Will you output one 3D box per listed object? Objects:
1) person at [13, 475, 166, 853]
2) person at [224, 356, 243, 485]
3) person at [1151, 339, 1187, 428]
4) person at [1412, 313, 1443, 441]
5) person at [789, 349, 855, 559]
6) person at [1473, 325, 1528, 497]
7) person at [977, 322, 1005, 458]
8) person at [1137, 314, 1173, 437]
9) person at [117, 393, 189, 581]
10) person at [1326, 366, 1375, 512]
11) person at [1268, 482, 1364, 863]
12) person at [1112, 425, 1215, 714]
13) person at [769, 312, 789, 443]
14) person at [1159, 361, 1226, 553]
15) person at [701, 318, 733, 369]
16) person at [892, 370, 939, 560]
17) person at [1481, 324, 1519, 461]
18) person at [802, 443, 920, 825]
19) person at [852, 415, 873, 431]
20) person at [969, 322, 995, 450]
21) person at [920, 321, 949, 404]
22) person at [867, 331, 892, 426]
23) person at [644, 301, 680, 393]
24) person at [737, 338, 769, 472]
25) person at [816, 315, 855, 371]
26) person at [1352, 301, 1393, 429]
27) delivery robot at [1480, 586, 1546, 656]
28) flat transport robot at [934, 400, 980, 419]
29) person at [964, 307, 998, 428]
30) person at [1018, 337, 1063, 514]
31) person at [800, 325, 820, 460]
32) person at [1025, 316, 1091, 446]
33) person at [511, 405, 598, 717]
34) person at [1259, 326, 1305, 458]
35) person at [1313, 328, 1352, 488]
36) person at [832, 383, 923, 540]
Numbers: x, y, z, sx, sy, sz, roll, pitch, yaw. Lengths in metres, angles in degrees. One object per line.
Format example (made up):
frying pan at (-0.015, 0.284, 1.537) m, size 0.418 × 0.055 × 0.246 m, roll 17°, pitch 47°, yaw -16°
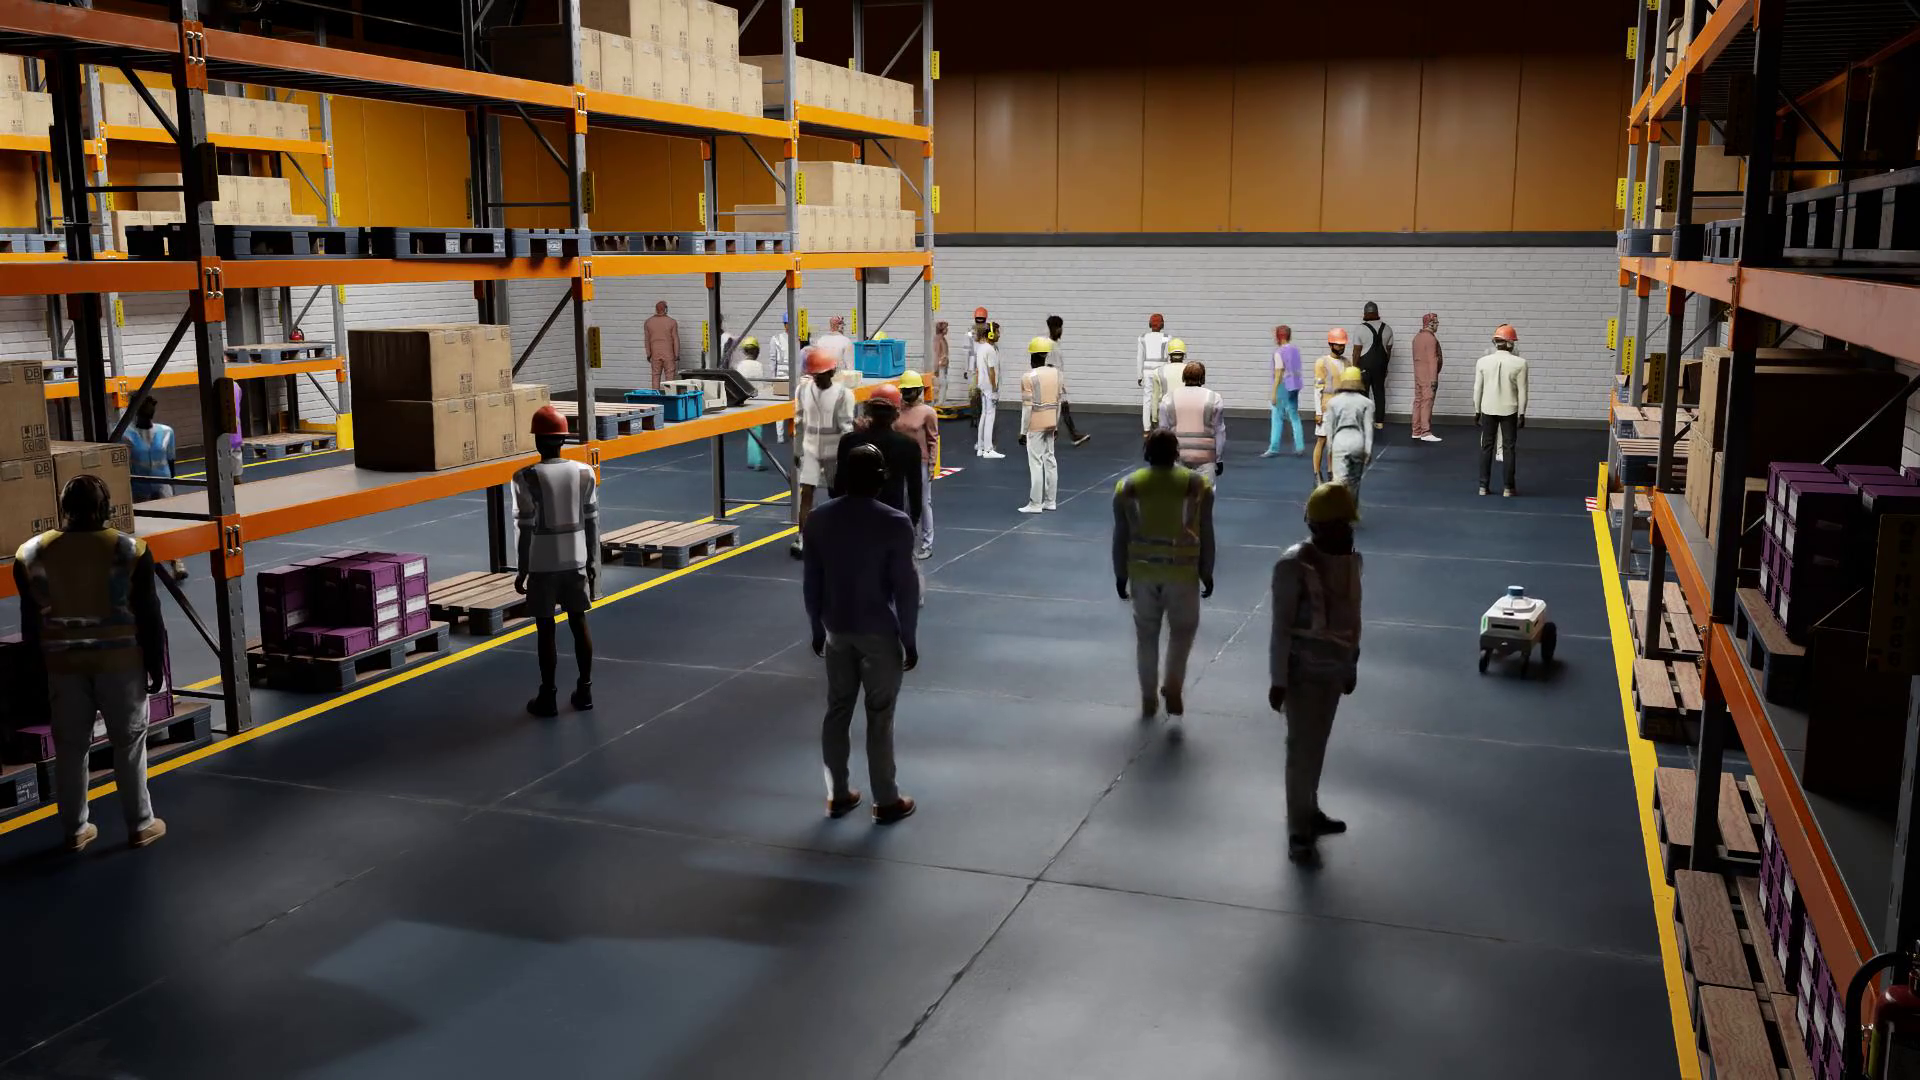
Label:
person at (-4.168, 0.599, 8.040) m, size 0.629 × 1.836 × 0.429 m, roll -2°, pitch 10°, yaw -13°
person at (-7.297, -0.943, 16.427) m, size 0.374 × 1.934 × 0.548 m, roll 1°, pitch 10°, yaw 4°
person at (2.553, -1.466, 19.708) m, size 0.591 × 1.823 × 0.404 m, roll 0°, pitch 10°, yaw 0°
person at (7.006, -2.433, 24.899) m, size 0.409 × 1.908 × 0.641 m, roll -2°, pitch 10°, yaw -9°
person at (-1.314, -0.802, 15.558) m, size 0.675 × 1.954 × 1.052 m, roll 3°, pitch 10°, yaw 14°
person at (6.311, -1.504, 19.426) m, size 0.612 × 1.991 × 0.392 m, roll 6°, pitch 12°, yaw 31°
person at (0.415, -2.067, 22.941) m, size 0.313 × 1.869 × 0.539 m, roll -3°, pitch 11°, yaw -18°
person at (2.982, -2.496, 25.332) m, size 0.572 × 1.880 × 0.355 m, roll 4°, pitch 11°, yaw 22°
person at (-7.032, -0.449, 14.418) m, size 0.549 × 1.653 × 0.847 m, roll -8°, pitch 13°, yaw -39°
person at (3.999, -0.935, 17.078) m, size 0.487 × 1.689 × 0.859 m, roll 2°, pitch 10°, yaw 13°
person at (1.731, 0.616, 8.030) m, size 0.635 × 1.816 × 0.464 m, roll -9°, pitch 13°, yaw -41°
person at (1.244, 0.207, 10.264) m, size 0.642 × 1.822 × 0.535 m, roll 2°, pitch 10°, yaw 13°
person at (-2.519, -2.406, 24.622) m, size 0.605 × 1.951 × 0.381 m, roll -4°, pitch 11°, yaw -21°
person at (2.199, -0.769, 15.710) m, size 0.621 × 1.845 × 0.429 m, roll 3°, pitch 11°, yaw 18°
person at (-3.809, -2.588, 25.878) m, size 0.646 × 1.871 × 0.536 m, roll 6°, pitch 11°, yaw 29°
person at (-0.449, -0.698, 15.524) m, size 0.531 × 1.768 × 0.311 m, roll 6°, pitch 12°, yaw 31°
person at (7.282, -1.968, 22.413) m, size 0.518 × 1.860 × 0.323 m, roll -1°, pitch 10°, yaw -7°
person at (-0.493, 0.474, 8.441) m, size 0.635 × 1.936 × 0.355 m, roll 5°, pitch 11°, yaw 25°
person at (-0.699, -0.198, 13.160) m, size 0.852 × 1.586 × 0.531 m, roll -5°, pitch 11°, yaw -26°
person at (0.313, -2.184, 23.722) m, size 0.440 × 1.824 × 0.506 m, roll 1°, pitch 10°, yaw 3°
person at (-0.389, -2.954, 28.620) m, size 0.509 × 1.622 × 0.523 m, roll 1°, pitch 10°, yaw 7°
person at (-1.062, -1.934, 22.482) m, size 0.524 × 1.769 × 0.325 m, roll -1°, pitch 10°, yaw -4°
person at (-5.418, -3.405, 30.373) m, size 0.652 × 1.906 × 0.409 m, roll 1°, pitch 10°, yaw 8°
person at (-2.697, -1.760, 21.638) m, size 0.378 × 1.726 × 0.538 m, roll -10°, pitch 14°, yaw -43°
person at (-1.769, -2.304, 24.175) m, size 0.651 × 1.907 × 0.409 m, roll 7°, pitch 12°, yaw 33°
person at (6.499, -2.780, 26.475) m, size 0.683 × 2.000 × 0.536 m, roll -3°, pitch 10°, yaw -16°
delivery robot at (3.851, 0.564, 11.560) m, size 0.477 × 0.478 × 0.707 m, roll 5°, pitch 11°, yaw 27°
flat transport robot at (-0.066, -2.235, 28.391) m, size 0.652 × 0.197 × 1.431 m, roll 7°, pitch 12°, yaw 35°
person at (0.329, -2.767, 26.695) m, size 0.552 × 1.934 × 0.373 m, roll -1°, pitch 10°, yaw -4°
person at (0.866, -1.247, 18.164) m, size 0.587 × 1.927 × 0.363 m, roll -10°, pitch 14°, yaw -44°
person at (-2.041, -1.921, 22.042) m, size 0.676 × 1.887 × 0.618 m, roll 3°, pitch 10°, yaw 14°
person at (1.376, -2.291, 24.135) m, size 1.029 × 1.896 × 0.593 m, roll 6°, pitch 12°, yaw 29°
person at (-2.526, 0.132, 10.369) m, size 0.548 × 1.938 × 0.358 m, roll -7°, pitch 12°, yaw -36°
person at (4.497, -2.039, 22.994) m, size 0.837 × 1.818 × 0.420 m, roll -10°, pitch 14°, yaw -43°
person at (4.502, -1.581, 20.012) m, size 0.547 × 1.938 × 0.379 m, roll -6°, pitch 12°, yaw -31°
person at (-0.566, -0.146, 11.893) m, size 0.616 × 1.944 × 0.955 m, roll 2°, pitch 10°, yaw 11°
